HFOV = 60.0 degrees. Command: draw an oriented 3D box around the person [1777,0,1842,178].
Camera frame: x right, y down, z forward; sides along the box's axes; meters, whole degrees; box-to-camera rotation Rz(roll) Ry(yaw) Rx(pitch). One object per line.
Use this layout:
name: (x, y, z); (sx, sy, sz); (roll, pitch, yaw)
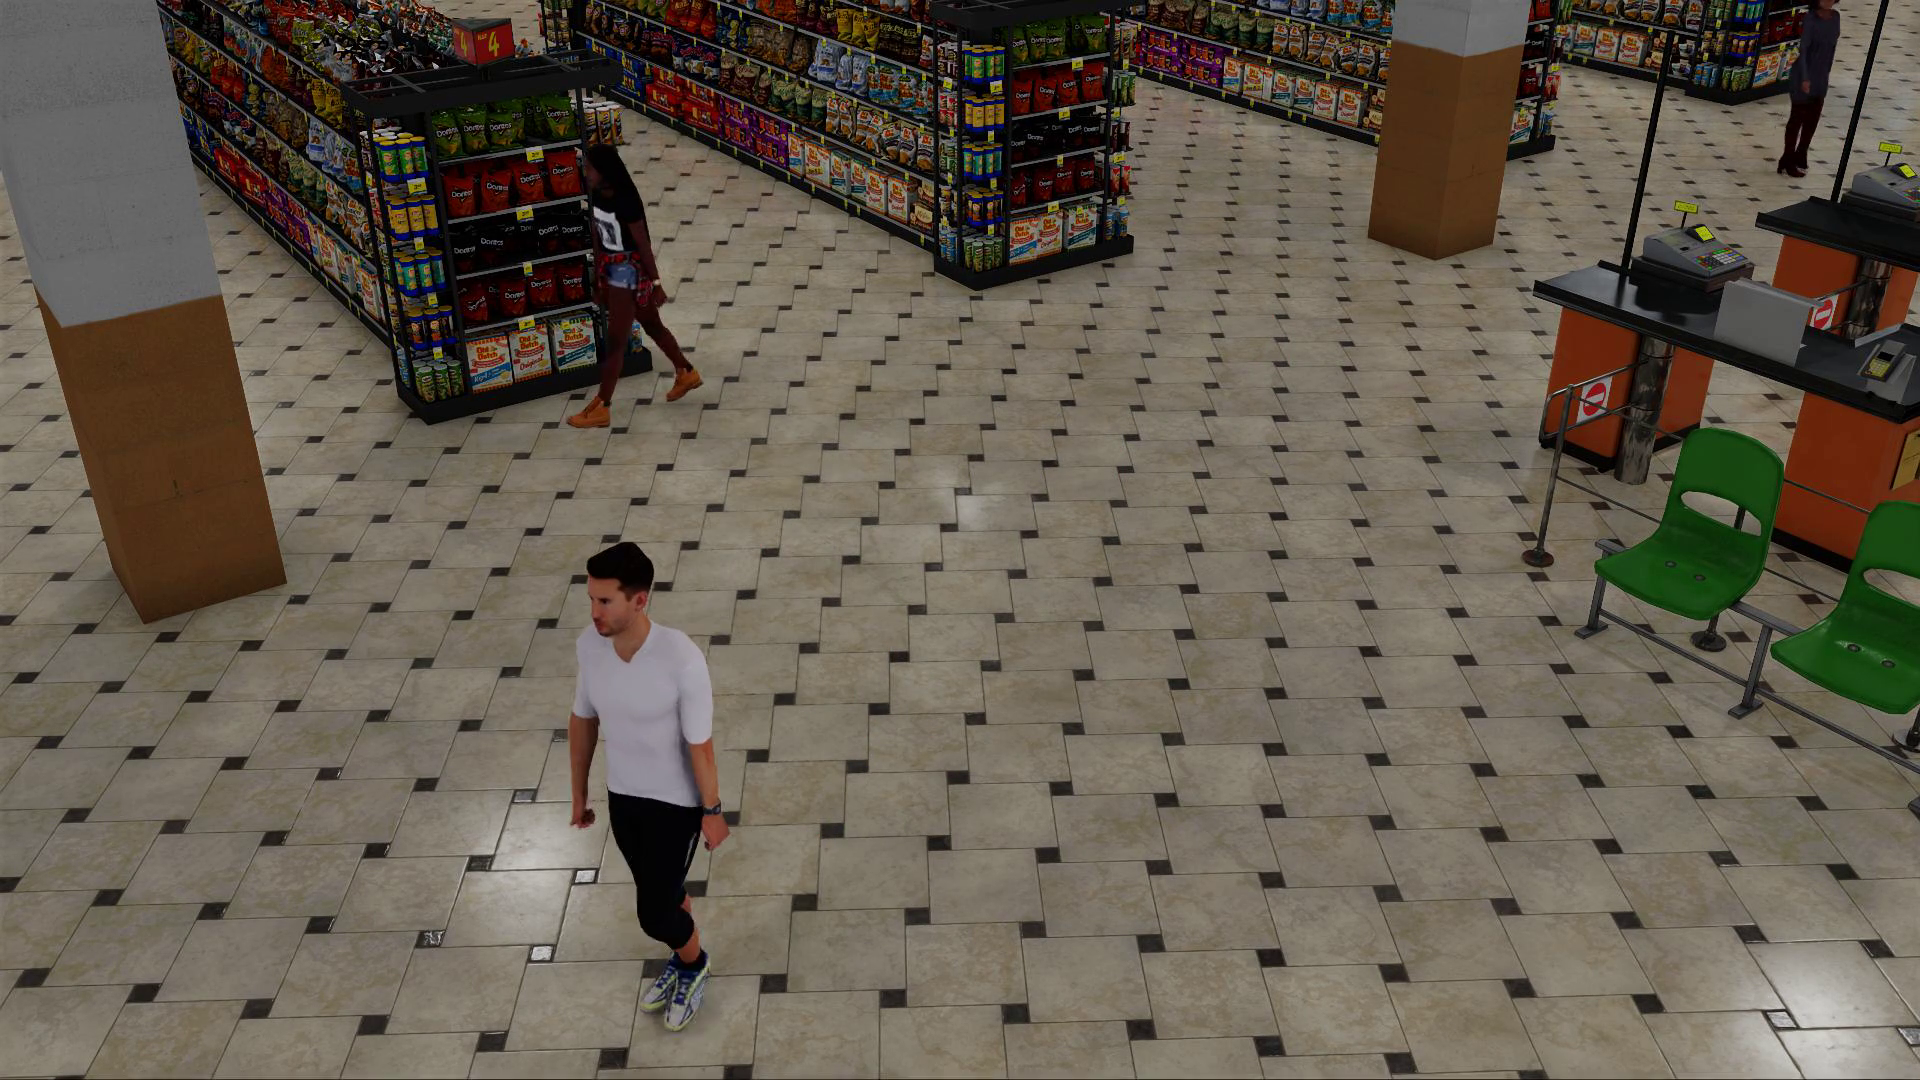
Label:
person: (7.447, -4.065, 14.617); (0.697, 1.692, 0.692); (-16, 32, -27)

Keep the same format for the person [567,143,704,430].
person: (-1.915, -1.537, 10.011); (0.740, 1.669, 1.137); (-23, 36, -35)

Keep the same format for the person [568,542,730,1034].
person: (-0.966, 0.799, 5.558); (0.741, 1.837, 0.861); (16, 32, 27)
